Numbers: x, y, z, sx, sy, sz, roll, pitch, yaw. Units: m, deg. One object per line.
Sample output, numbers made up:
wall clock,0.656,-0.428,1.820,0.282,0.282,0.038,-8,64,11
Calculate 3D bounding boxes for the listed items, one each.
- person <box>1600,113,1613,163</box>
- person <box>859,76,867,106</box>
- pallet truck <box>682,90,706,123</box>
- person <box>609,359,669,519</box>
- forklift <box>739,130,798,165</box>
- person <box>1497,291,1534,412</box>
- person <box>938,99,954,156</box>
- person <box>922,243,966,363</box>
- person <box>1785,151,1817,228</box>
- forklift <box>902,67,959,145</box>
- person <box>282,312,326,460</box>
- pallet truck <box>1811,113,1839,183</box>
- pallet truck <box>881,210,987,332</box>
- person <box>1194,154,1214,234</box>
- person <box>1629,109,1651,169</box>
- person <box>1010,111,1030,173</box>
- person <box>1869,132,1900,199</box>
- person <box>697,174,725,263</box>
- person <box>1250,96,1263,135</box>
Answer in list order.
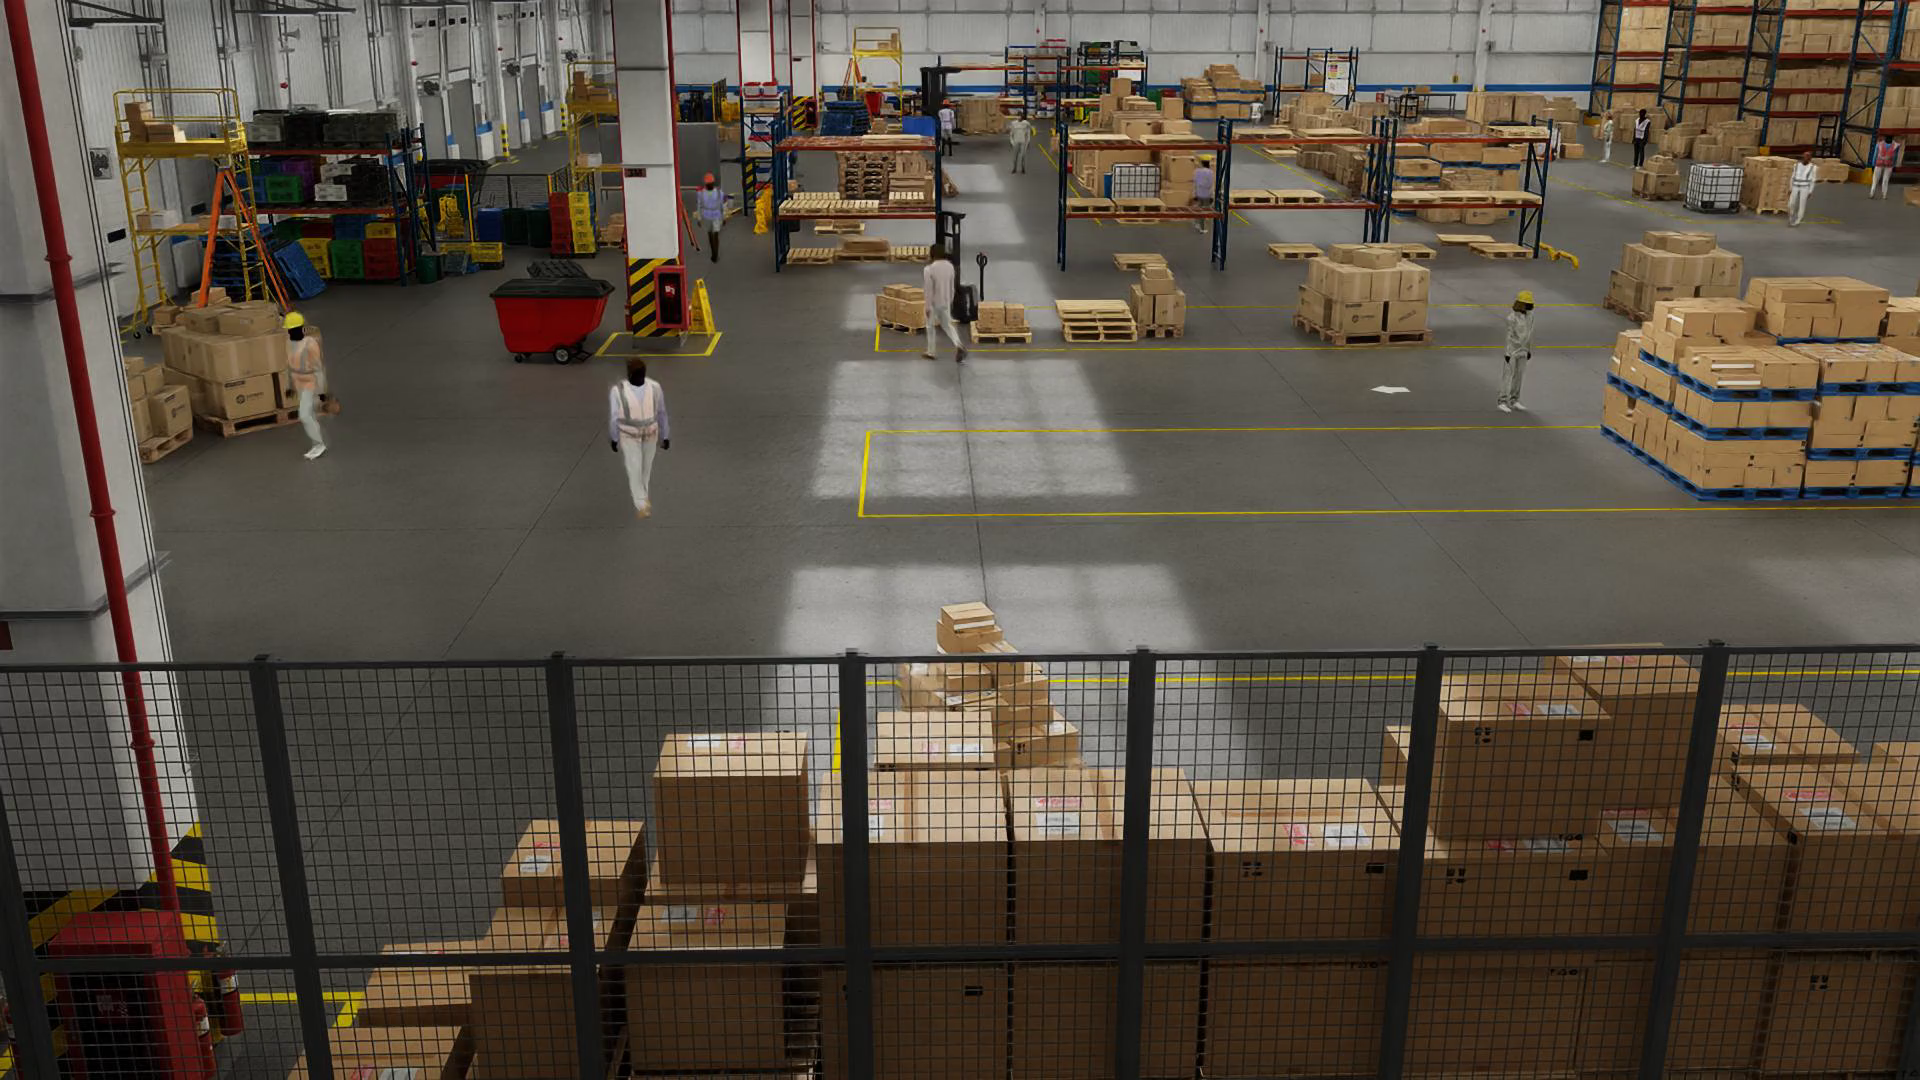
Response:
person,21.759,-13.512,55.888,0.315,1.630,0.516,1,19,4
person,-4.188,-19.088,71.971,0.370,1.931,0.626,1,19,2
pallet truck,-9.671,-15.907,62.421,0.823,1.965,1.885,5,19,15
person,-3.616,-1.155,18.944,0.648,1.805,0.915,-10,21,-26
forklift,-6.389,-13.889,55.073,1.873,2.768,1.129,-1,19,-1
person,7.919,-2.678,23.585,0.480,1.734,0.337,-11,22,-29
person,-0.483,-14.360,57.925,0.551,1.934,0.373,-1,19,-3
person,-0.282,-3.768,26.545,0.640,1.920,0.831,-15,24,-38
person,20.719,-8.633,41.038,0.602,1.865,0.615,-15,24,-38
forklift,-1.117,-15.934,61.139,1.873,2.768,1.129,-10,21,-28
person,-8.385,-1.962,21.198,0.590,1.910,0.499,14,23,37
pallet truck,26.403,-11.957,50.702,0.823,1.965,1.885,6,19,16
pallet truck,-0.493,-4.759,29.349,1.885,1.965,0.823,-13,23,-34
person,5.860,-8.330,40.071,0.492,1.912,0.612,-14,23,-36
person,22.098,-13.015,53.982,0.397,1.911,0.587,-8,20,-22
person,1.909,-12.612,52.742,0.628,1.936,0.375,2,19,7
person,25.854,-10.464,46.516,0.624,1.844,0.429,8,20,22
person,-5.415,-6.978,36.101,0.574,1.881,0.992,0,19,0
person,11.423,-16.310,64.213,0.527,1.615,0.755,9,21,25
